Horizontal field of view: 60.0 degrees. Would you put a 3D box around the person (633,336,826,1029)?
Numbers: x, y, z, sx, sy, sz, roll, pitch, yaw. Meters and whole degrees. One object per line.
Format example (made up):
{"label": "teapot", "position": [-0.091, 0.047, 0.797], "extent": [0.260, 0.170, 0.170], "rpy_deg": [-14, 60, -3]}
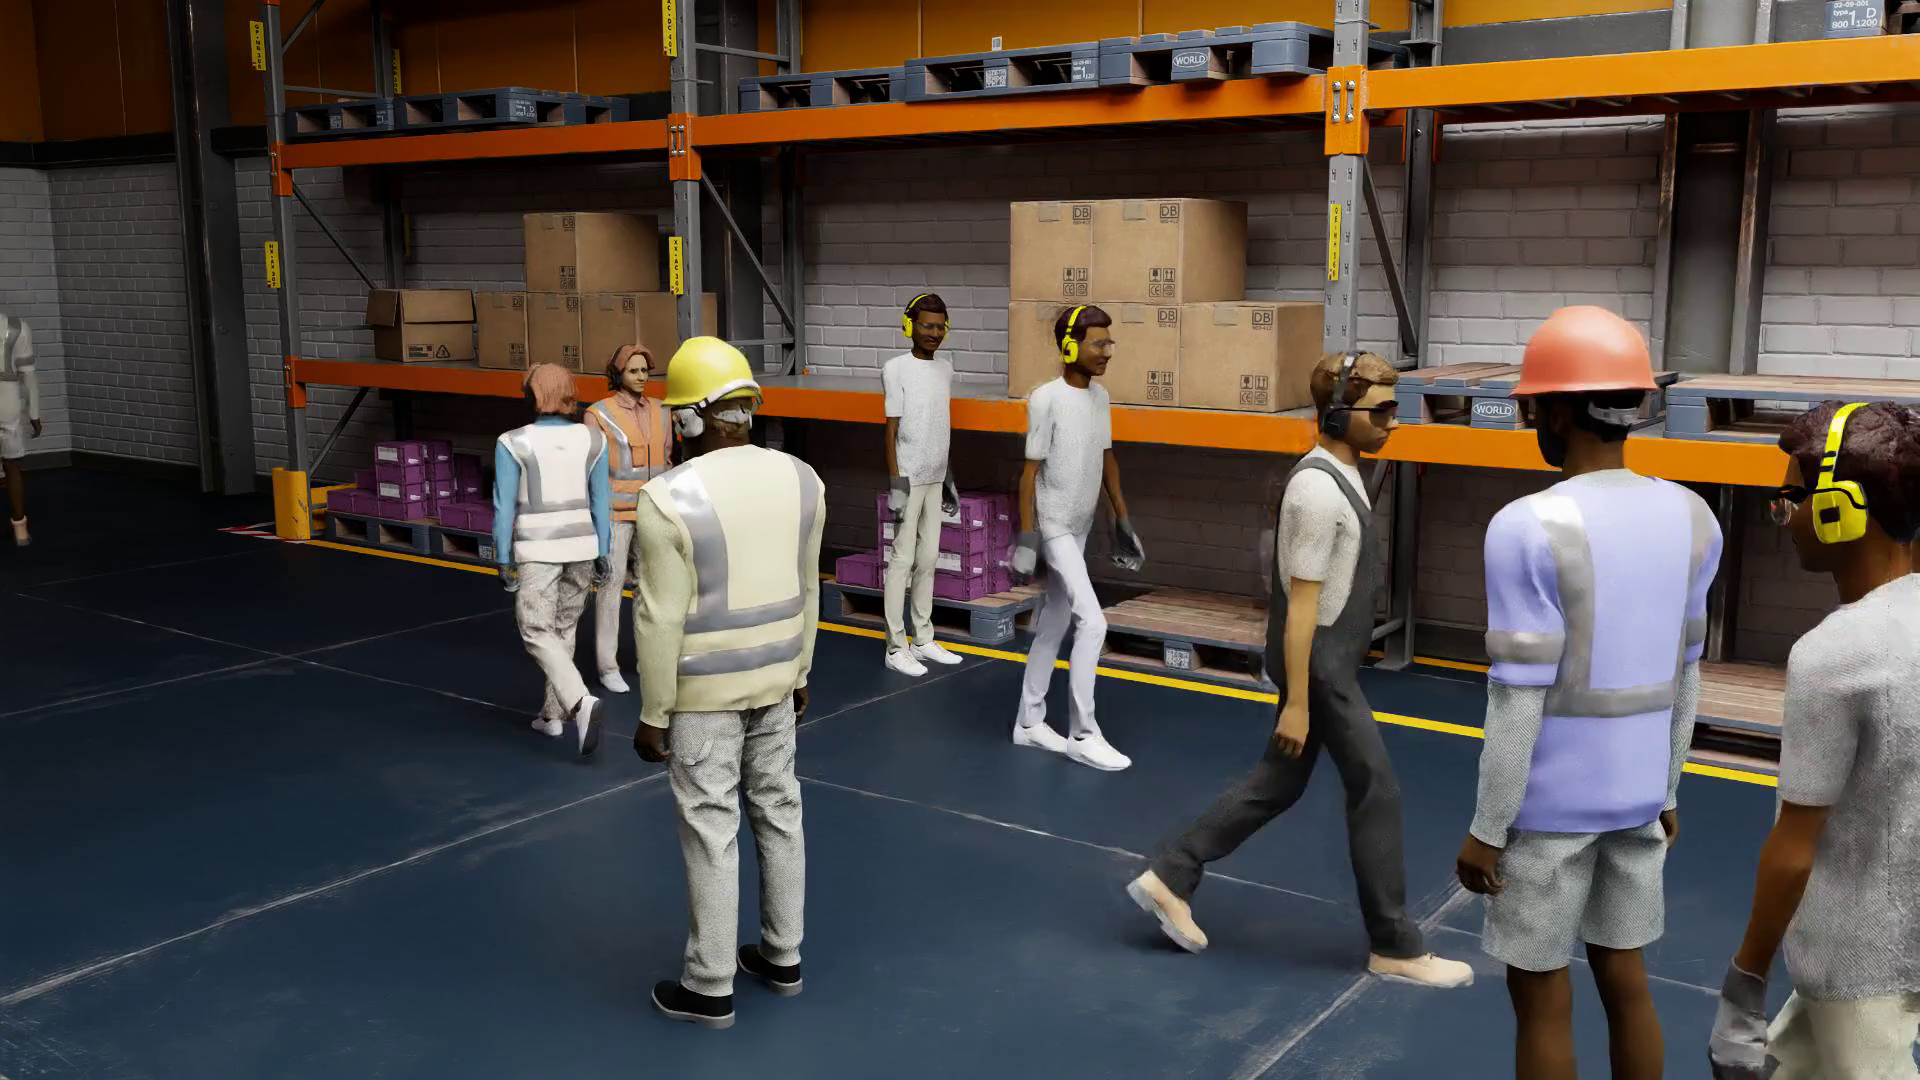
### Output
{"label": "person", "position": [-0.627, 0.377, 4.429], "extent": [0.404, 1.828, 0.587], "rpy_deg": [8, 13, 41]}

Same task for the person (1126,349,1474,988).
{"label": "person", "position": [0.944, 0.361, 4.653], "extent": [0.945, 1.802, 0.542], "rpy_deg": [2, 10, 14]}

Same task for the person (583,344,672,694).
{"label": "person", "position": [-1.551, -0.107, 7.871], "extent": [0.310, 1.638, 0.522], "rpy_deg": [8, 12, 39]}

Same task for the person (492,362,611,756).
{"label": "person", "position": [-1.640, 0.080, 6.839], "extent": [0.516, 1.615, 0.699], "rpy_deg": [-8, 12, -39]}

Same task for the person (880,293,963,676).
{"label": "person", "position": [-0.181, -0.276, 8.217], "extent": [0.332, 1.865, 0.520], "rpy_deg": [7, 12, 37]}

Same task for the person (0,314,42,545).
{"label": "person", "position": [-6.731, -0.898, 11.547], "extent": [0.647, 2.007, 0.807], "rpy_deg": [-6, 11, -31]}

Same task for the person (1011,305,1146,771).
{"label": "person", "position": [0.517, -0.013, 6.696], "extent": [0.743, 1.842, 0.536], "rpy_deg": [5, 11, 30]}

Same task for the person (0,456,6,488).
{"label": "person", "position": [-8.739, -1.419, 14.802], "extent": [0.629, 1.937, 0.378], "rpy_deg": [4, 10, 22]}

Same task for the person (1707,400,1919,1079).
{"label": "person", "position": [1.478, 0.684, 2.661], "extent": [0.532, 1.816, 0.996], "rpy_deg": [-8, 12, -39]}

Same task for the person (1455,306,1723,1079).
{"label": "person", "position": [1.227, 0.502, 3.365], "extent": [0.551, 1.932, 0.378], "rpy_deg": [-4, 11, -25]}
